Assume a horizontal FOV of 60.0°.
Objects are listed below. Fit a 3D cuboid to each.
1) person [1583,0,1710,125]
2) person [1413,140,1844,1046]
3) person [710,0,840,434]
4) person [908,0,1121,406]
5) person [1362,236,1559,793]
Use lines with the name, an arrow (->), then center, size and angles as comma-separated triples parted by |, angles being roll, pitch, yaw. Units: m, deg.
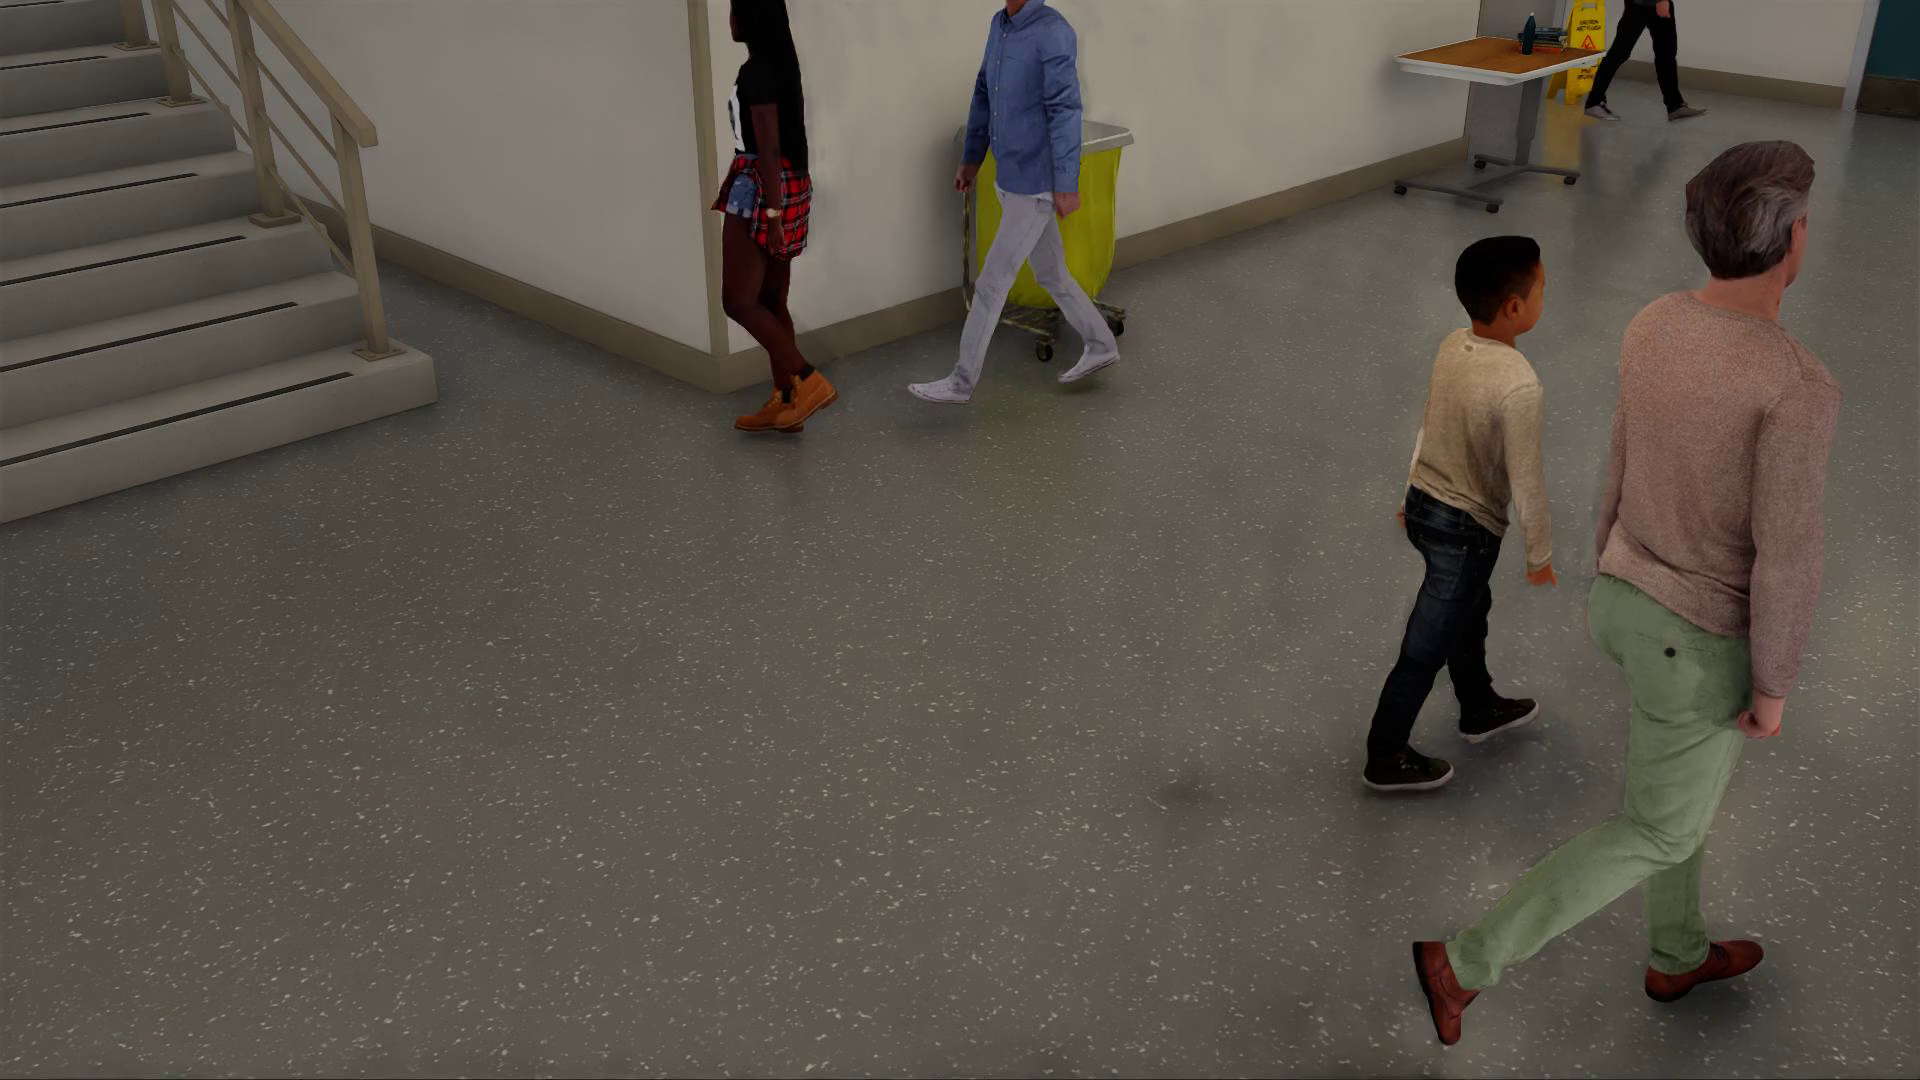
person -> 4.686, -3.757, 11.544 | 1.047, 1.723, 0.637 | 23, 34, 40
person -> 1.296, 0.212, 3.192 | 1.138, 1.829, 1.222 | -6, 26, -12
person -> -0.634, -1.219, 6.301 | 0.872, 1.707, 0.812 | -1, 26, -3
person -> 0.344, -1.432, 6.591 | 1.031, 1.837, 1.249 | -11, 28, -22
person -> 1.163, -0.020, 4.115 | 0.871, 1.446, 0.870 | -7, 27, -14
